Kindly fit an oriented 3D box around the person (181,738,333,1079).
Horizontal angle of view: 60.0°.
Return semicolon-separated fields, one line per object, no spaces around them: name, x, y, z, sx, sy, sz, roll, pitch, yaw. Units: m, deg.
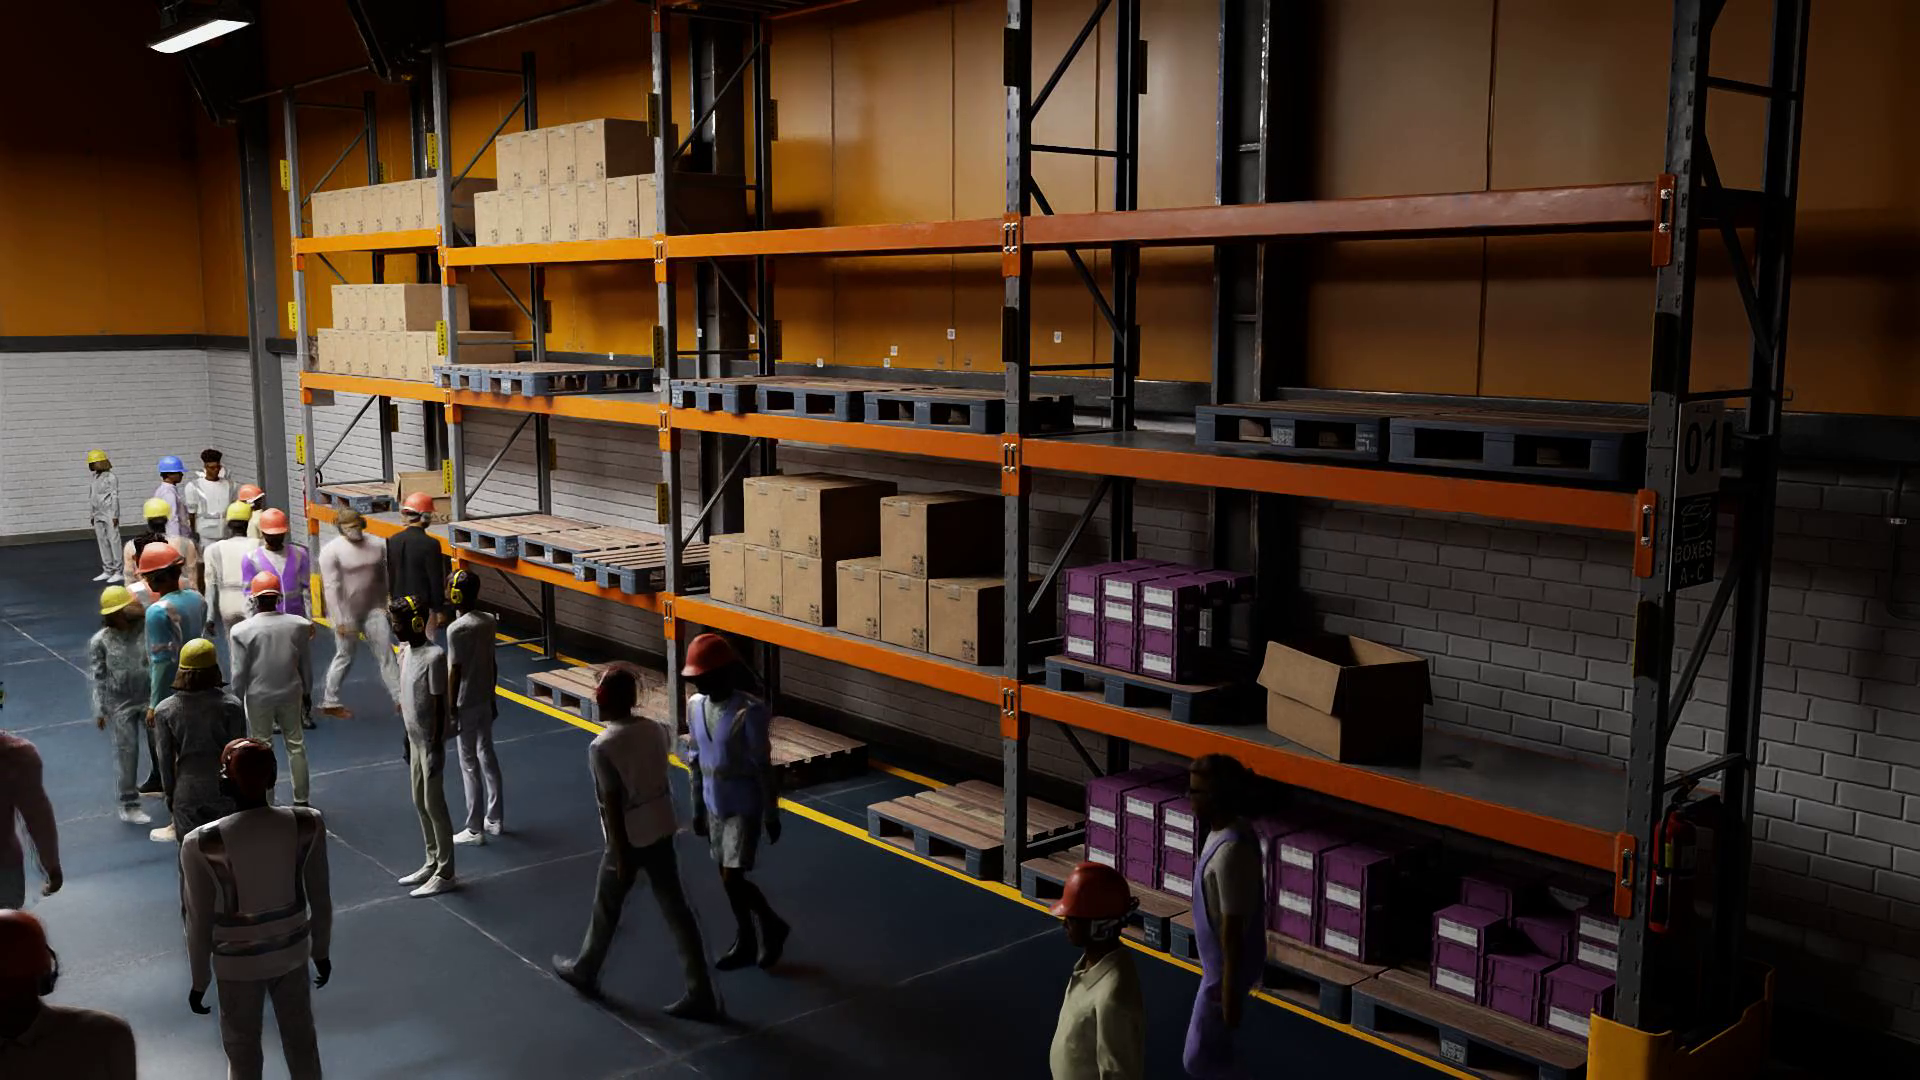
person;-2.870;1.734;6.834;0.580;1.884;0.352;-7;11;-40

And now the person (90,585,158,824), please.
person;-5.668;1.147;11.542;0.621;1.707;0.403;-5;9;-29

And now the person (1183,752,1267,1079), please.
person;1.151;1.765;6.835;0.502;1.829;0.509;2;8;13

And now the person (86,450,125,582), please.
person;-11.131;-0.315;21.610;0.491;1.732;0.325;4;9;24

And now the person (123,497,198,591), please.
person;-7.096;0.576;14.805;0.595;1.909;0.653;-5;10;-31

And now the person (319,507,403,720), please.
person;-5.186;0.649;14.408;0.708;1.890;0.657;6;10;36

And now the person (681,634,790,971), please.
person;-1.223;1.423;8.939;0.576;1.901;0.555;6;10;37

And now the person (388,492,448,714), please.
person;-4.744;0.569;14.634;0.624;1.980;0.426;5;10;32

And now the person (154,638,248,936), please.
person;-4.300;1.421;9.498;0.487;1.744;0.294;-2;8;-15

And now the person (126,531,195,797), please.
person;-5.920;0.908;12.290;0.367;1.966;0.607;3;9;23

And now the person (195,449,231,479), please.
person;-10.178;-0.427;22.710;0.308;1.638;0.511;6;10;38

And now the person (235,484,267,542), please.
person;-7.372;0.284;17.424;0.352;1.738;0.573;-1;8;-7

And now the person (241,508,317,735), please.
person;-5.733;0.681;14.030;0.552;1.923;0.390;-6;10;-37

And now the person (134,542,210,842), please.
person;-5.333;1.020;11.269;0.386;2.039;0.605;0;8;2

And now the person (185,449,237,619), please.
person;-8.574;-0.076;19.137;0.368;1.961;0.613;7;11;40

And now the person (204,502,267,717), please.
person;-6.352;0.608;14.748;0.593;1.877;1.055;-2;9;-16

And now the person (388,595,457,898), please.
person;-3.323;1.258;10.261;0.351;1.856;0.519;-7;11;-40

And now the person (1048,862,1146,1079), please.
person;0.462;1.958;5.728;0.328;1.752;0.563;-1;8;-3

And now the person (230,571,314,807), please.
person;-4.873;1.088;11.777;0.573;1.749;0.339;-7;11;-42

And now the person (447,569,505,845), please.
person;-3.291;1.120;11.203;0.313;1.861;0.511;2;9;16

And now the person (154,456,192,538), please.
person;-8.695;0.039;18.394;0.388;1.947;0.614;-5;10;-32

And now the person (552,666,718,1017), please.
person;-1.677;1.543;8.557;1.044;1.775;0.570;5;9;29

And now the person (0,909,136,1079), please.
person;-2.631;1.991;4.714;0.618;1.986;0.408;-3;9;-23

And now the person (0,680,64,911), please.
person;-4.647;1.553;7.952;0.660;1.920;0.550;0;8;1
